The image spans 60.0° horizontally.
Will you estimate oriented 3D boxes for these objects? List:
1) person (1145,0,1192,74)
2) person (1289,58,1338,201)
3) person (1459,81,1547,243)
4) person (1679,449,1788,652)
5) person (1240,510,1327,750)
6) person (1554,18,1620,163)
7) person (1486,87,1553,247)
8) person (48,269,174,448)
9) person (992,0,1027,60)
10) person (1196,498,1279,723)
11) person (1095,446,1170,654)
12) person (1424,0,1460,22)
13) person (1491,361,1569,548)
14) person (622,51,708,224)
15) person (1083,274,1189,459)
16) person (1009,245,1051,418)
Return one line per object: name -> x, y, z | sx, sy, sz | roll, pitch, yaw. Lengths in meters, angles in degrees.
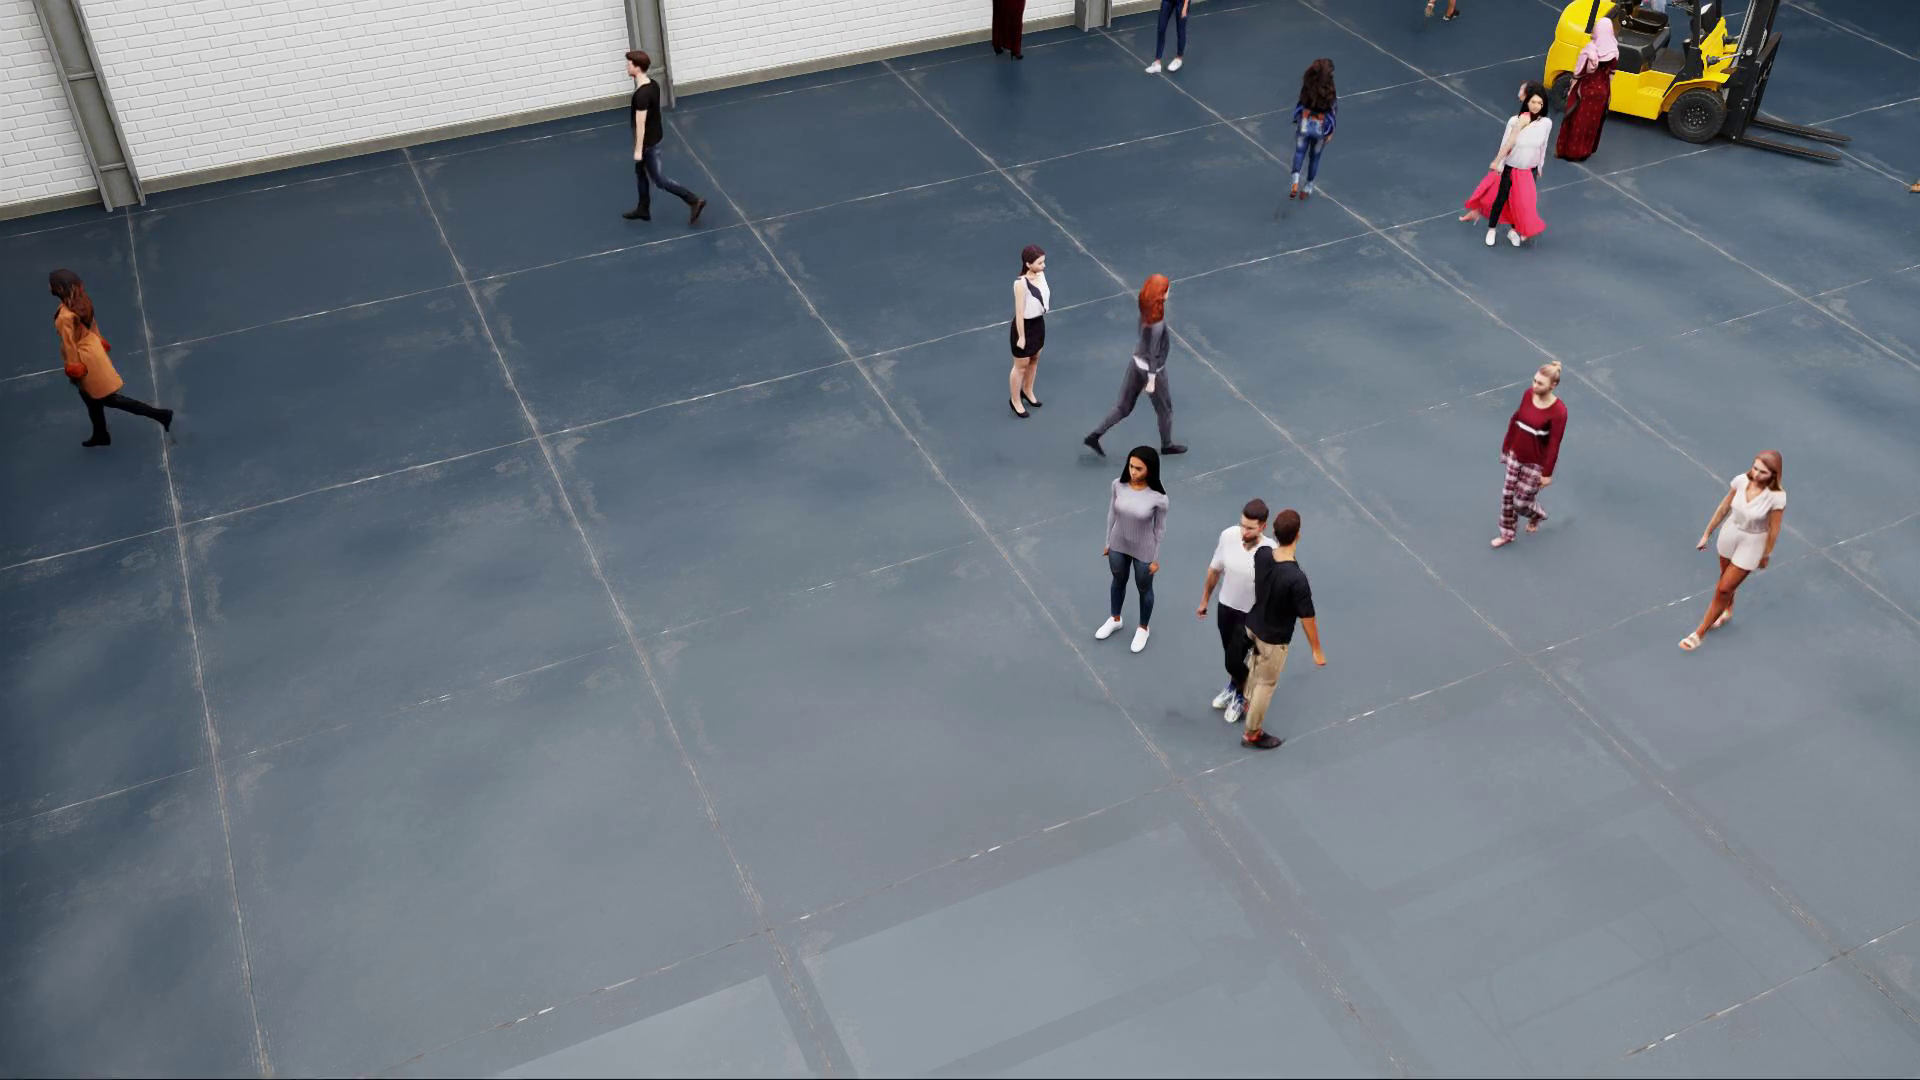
person -> 2.717, -6.628, 20.438 | 0.815, 1.756, 0.963 | 29, 47, 32
person -> 3.725, -4.328, 17.673 | 0.838, 1.613, 0.905 | 16, 41, 19
person -> 5.745, -3.797, 16.963 | 1.062, 1.670, 1.118 | 20, 43, 23
person -> 5.788, 0.008, 12.203 | 0.974, 1.663, 0.673 | -22, 44, -25
person -> 2.045, 0.636, 11.286 | 0.634, 1.826, 0.859 | -13, 41, -16
person -> 7.016, -5.002, 18.503 | 0.695, 1.631, 0.816 | 1, 39, 1
person -> 5.718, -3.809, 16.954 | 0.639, 1.700, 0.760 | 2, 39, 2
person -> -7.257, -1.495, 14.056 | 1.137, 1.700, 0.842 | -6, 39, -8
person -> 0.600, -6.884, 20.760 | 0.760, 1.756, 0.766 | 25, 45, 28
person -> 2.009, 0.423, 11.544 | 0.750, 1.839, 0.764 | -29, 47, -32
person -> 1.275, 0.043, 12.101 | 0.687, 1.736, 0.707 | 21, 43, 24
person -> 6.433, -7.662, 21.657 | 0.873, 1.851, 1.032 | 29, 47, 32
person -> 4.513, -0.659, 13.021 | 0.724, 1.686, 0.677 | -21, 43, -25
person -> -3.125, -4.106, 17.191 | 1.253, 1.869, 0.949 | -2, 39, -3
person -> 1.474, -1.397, 13.900 | 1.194, 1.742, 0.766 | -8, 39, -10
person -> 0.595, -1.834, 14.521 | 0.692, 1.649, 0.593 | 23, 44, 26
